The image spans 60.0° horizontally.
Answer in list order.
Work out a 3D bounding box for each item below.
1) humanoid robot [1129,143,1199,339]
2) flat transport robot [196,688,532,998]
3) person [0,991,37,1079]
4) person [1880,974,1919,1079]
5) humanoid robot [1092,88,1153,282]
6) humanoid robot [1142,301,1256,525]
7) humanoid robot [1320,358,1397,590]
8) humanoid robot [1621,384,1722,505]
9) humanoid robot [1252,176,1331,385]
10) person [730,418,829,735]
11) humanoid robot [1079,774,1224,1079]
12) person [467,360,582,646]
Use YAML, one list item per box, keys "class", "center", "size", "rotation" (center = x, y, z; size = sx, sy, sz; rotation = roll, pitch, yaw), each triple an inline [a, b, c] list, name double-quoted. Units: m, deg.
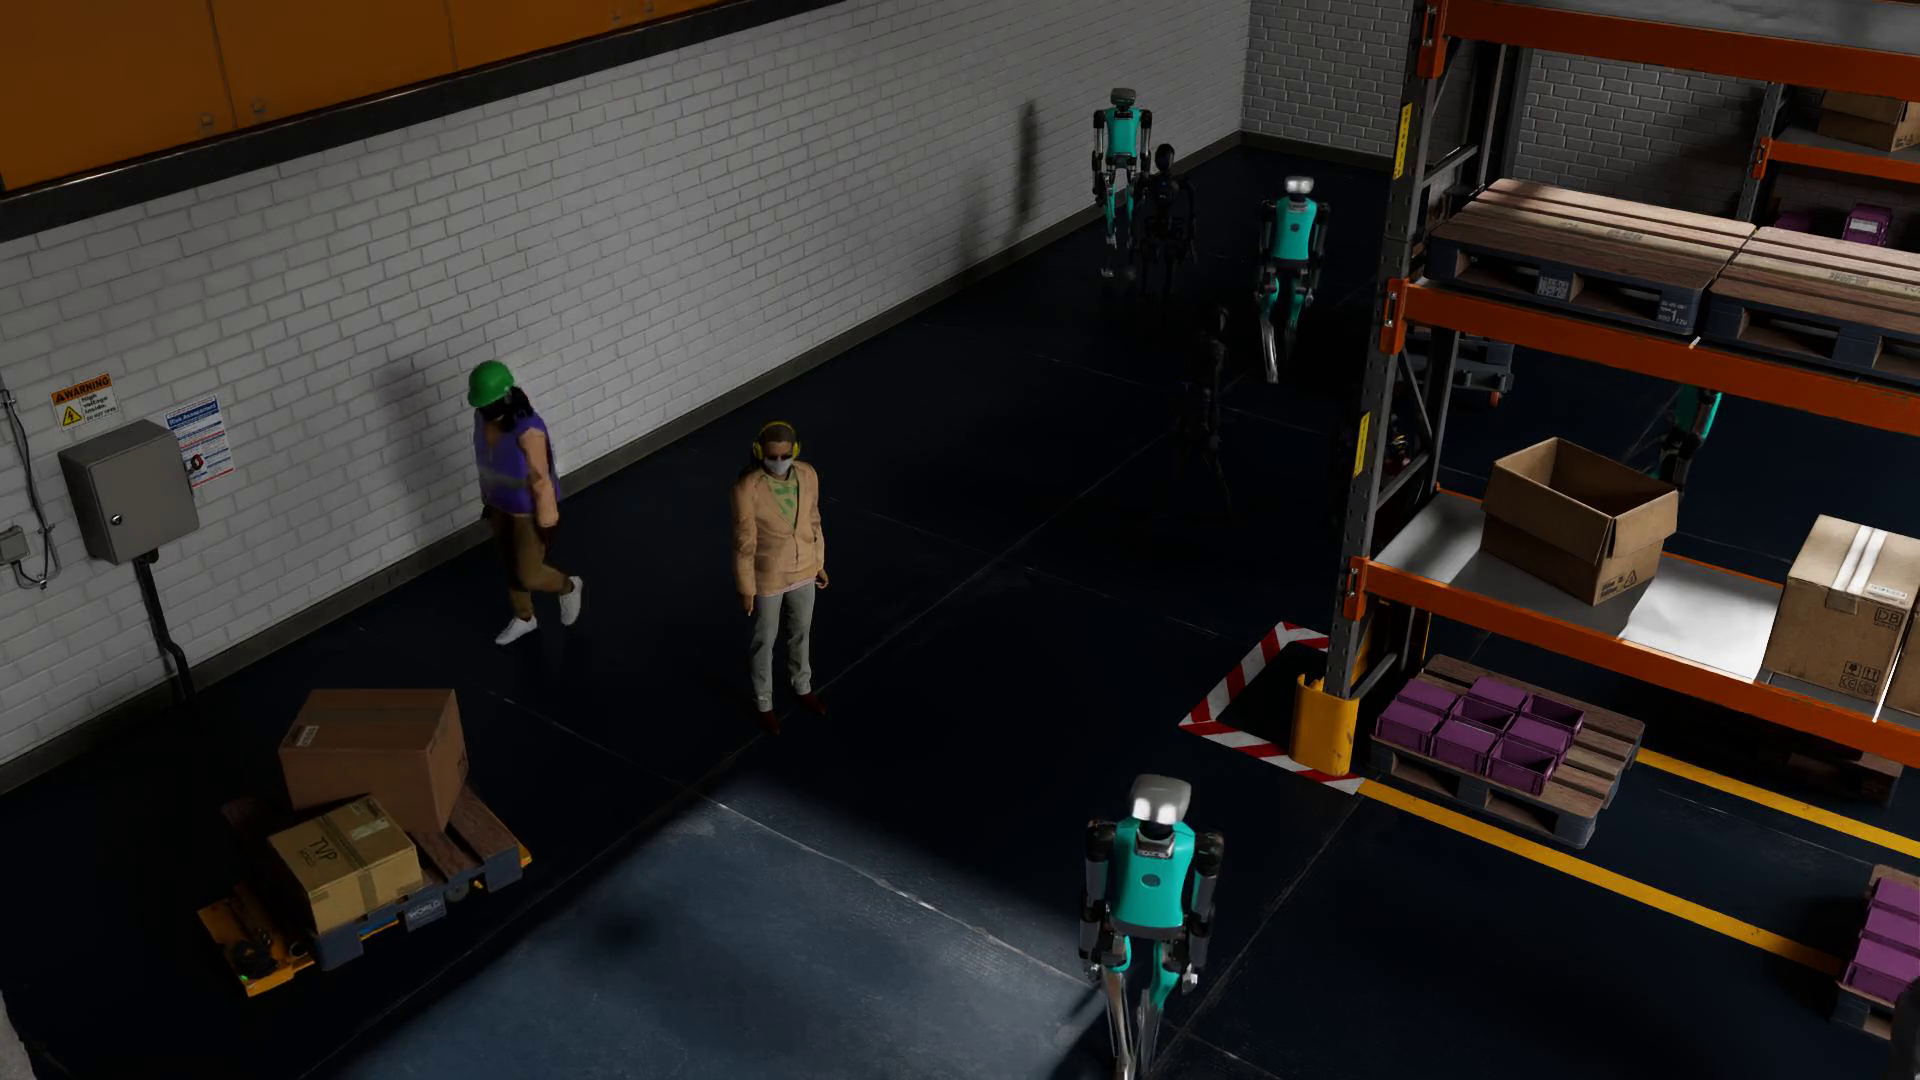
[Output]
- class: "humanoid robot"
  center: [1.726, -2.517, 13.999]
  size: [0.589, 1.651, 0.373]
  rotation: [4, 30, 8]
- class: "flat transport robot"
  center: [-2.906, 1.667, 8.148]
  size: [1.431, 0.231, 0.659]
  rotation: [-23, 37, -34]
- class: "person"
  center: [-3.542, 2.039, 5.971]
  size: [0.527, 1.827, 0.448]
  rotation: [2, 30, 3]
- class: "person"
  center: [3.662, 1.956, 6.183]
  size: [0.565, 1.733, 0.559]
  rotation: [25, 38, 36]
- class: "humanoid robot"
  center: [1.440, -3.122, 14.878]
  size: [0.531, 1.688, 0.733]
  rotation: [1, 30, 3]
- class: "humanoid robot"
  center: [1.645, -0.851, 11.144]
  size: [0.761, 1.627, 0.595]
  rotation: [-4, 30, -7]
- class: "humanoid robot"
  center: [2.502, -0.405, 10.340]
  size: [0.353, 1.648, 0.589]
  rotation: [-14, 33, -23]
- class: "humanoid robot"
  center: [4.200, -0.491, 10.461]
  size: [0.912, 1.791, 0.548]
  rotation: [10, 31, 16]
- class: "humanoid robot"
  center: [2.570, -2.037, 13.213]
  size: [0.541, 1.895, 0.743]
  rotation: [3, 30, 5]
- class: "person"
  center: [-0.989, 0.177, 9.127]
  size: [0.566, 1.874, 0.391]
  rotation: [-21, 36, -32]
- class: "humanoid robot"
  center: [0.764, 1.636, 6.853]
  size: [0.540, 1.903, 0.716]
  rotation: [5, 30, 8]
- class: "person"
  center: [-2.573, -0.211, 9.771]
  size: [0.626, 1.899, 0.534]
  rotation: [18, 35, 29]
